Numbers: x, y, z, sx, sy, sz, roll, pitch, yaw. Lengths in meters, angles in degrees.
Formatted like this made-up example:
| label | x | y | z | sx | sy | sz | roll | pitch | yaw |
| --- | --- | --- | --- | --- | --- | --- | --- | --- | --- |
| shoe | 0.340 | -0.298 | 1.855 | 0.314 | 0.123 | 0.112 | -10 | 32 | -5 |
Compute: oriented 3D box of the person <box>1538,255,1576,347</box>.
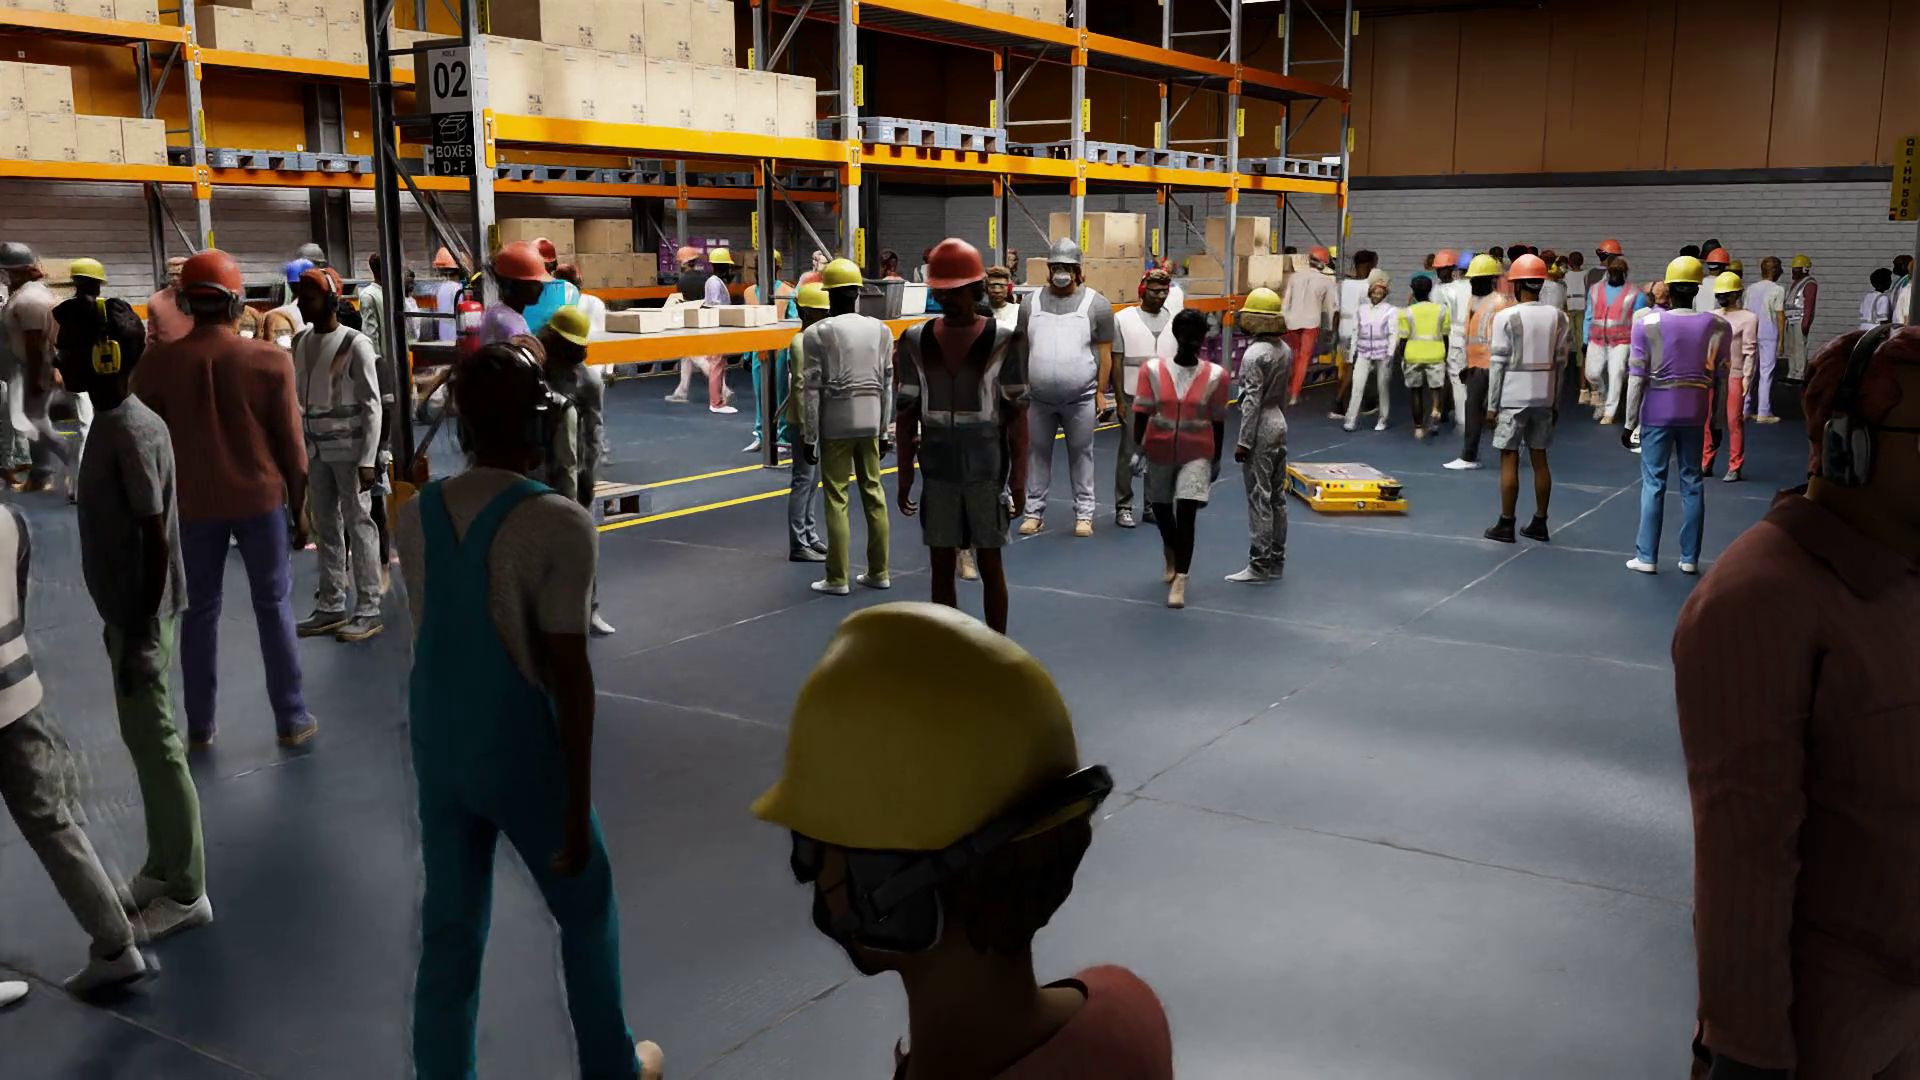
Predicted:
| label | x | y | z | sx | sy | sz | roll | pitch | yaw |
| --- | --- | --- | --- | --- | --- | --- | --- | --- | --- |
| person | 7.168 | -2.496 | 20.029 | 0.499 | 1.843 | 0.549 | -9 | 14 | -41 |

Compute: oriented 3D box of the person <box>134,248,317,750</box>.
| label | x | y | z | sx | sy | sz | roll | pitch | yaw |
| --- | --- | --- | --- | --- | --- | --- | --- | --- | --- |
| person | -2.904 | -0.151 | 6.620 | 0.616 | 1.992 | 0.397 | -2 | 11 | -13 |

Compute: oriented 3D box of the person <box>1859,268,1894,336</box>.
| label | x | y | z | sx | sy | sz | roll | pitch | yaw |
| --- | --- | --- | --- | --- | --- | --- | --- | --- | --- |
| person | 10.726 | -2.333 | 19.507 | 0.321 | 1.697 | 0.529 | 1 | 10 | 3 |

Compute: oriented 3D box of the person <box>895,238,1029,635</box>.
| label | x | y | z | sx | sy | sz | roll | pitch | yaw |
| --- | --- | --- | --- | --- | --- | --- | --- | --- | --- |
| person | -0.003 | -0.298 | 7.331 | 0.611 | 2.030 | 0.410 | 3 | 11 | 17 |

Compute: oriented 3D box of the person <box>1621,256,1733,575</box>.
| label | x | y | z | sx | sy | sz | roll | pitch | yaw |
| --- | --- | --- | --- | --- | --- | --- | --- | --- | --- |
| person | 4.318 | -0.744 | 10.069 | 0.595 | 1.925 | 0.374 | 1 | 10 | 5 |

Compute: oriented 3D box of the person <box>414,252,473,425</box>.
| label | x | y | z | sx | sy | sz | roll | pitch | yaw |
| --- | --- | --- | --- | --- | --- | --- | --- | --- | --- |
| person | -5.613 | -2.209 | 18.279 | 0.552 | 1.900 | 0.941 | 9 | 13 | 39 |

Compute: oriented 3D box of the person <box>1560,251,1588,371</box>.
| label | x | y | z | sx | sy | sz | roll | pitch | yaw |
| --- | --- | --- | --- | --- | --- | --- | --- | --- | --- |
| person | 9.499 | -3.534 | 25.741 | 0.566 | 1.849 | 0.390 | 0 | 10 | -3 |

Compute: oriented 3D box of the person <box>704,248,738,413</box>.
| label | x | y | z | sx | sy | sz | roll | pitch | yaw |
| --- | --- | --- | --- | --- | --- | --- | --- | --- | --- |
| person | -2.811 | -2.449 | 19.512 | 0.366 | 1.926 | 0.593 | -2 | 10 | -11 |

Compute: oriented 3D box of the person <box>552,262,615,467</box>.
| label | x | y | z | sx | sy | sz | roll | pitch | yaw |
| --- | --- | --- | --- | --- | --- | --- | --- | --- | --- |
| person | -3.337 | -1.511 | 14.598 | 0.585 | 1.830 | 0.971 | 4 | 11 | 19 |

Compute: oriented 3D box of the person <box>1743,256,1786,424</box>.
| label | x | y | z | sx | sy | sz | roll | pitch | yaw |
| --- | --- | --- | --- | --- | --- | --- | --- | --- | --- |
| person | 8.906 | -2.213 | 18.441 | 0.325 | 1.842 | 0.517 | -5 | 11 | -25 |

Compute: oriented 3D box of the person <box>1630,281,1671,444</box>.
| label | x | y | z | sx | sy | sz | roll | pitch | yaw |
| --- | --- | --- | --- | --- | --- | --- | --- | --- | --- |
| person | 6.909 | -1.757 | 16.525 | 0.506 | 1.625 | 0.297 | 1 | 10 | 5 |

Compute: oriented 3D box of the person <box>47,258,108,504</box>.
| label | x | y | z | sx | sy | sz | roll | pitch | yaw |
| --- | --- | --- | --- | --- | --- | --- | --- | --- | --- |
| person | -6.789 | -1.232 | 12.896 | 0.585 | 1.890 | 0.516 | 4 | 11 | 20 |

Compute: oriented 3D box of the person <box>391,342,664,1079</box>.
| label | x | y | z | sx | sy | sz | roll | pitch | yaw |
| --- | --- | --- | --- | --- | --- | --- | --- | --- | --- |
| person | -0.935 | 0.486 | 3.583 | 0.511 | 1.800 | 0.845 | 3 | 11 | 17 |

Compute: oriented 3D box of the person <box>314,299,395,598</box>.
| label | x | y | z | sx | sy | sz | roll | pitch | yaw |
| --- | --- | --- | --- | --- | --- | --- | --- | --- | --- |
| person | -3.450 | -0.508 | 9.398 | 0.535 | 1.697 | 0.318 | 2 | 10 | 9 |

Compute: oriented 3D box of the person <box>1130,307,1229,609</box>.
| label | x | y | z | sx | sy | sz | roll | pitch | yaw |
| --- | --- | --- | --- | --- | --- | --- | --- | --- | --- |
| person | 1.253 | -0.500 | 9.445 | 0.527 | 1.664 | 0.835 | 3 | 11 | 15 |

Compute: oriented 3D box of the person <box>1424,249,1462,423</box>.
| label | x | y | z | sx | sy | sz | roll | pitch | yaw |
| --- | --- | --- | --- | --- | --- | --- | --- | --- | --- |
| person | 5.407 | -2.251 | 18.445 | 0.532 | 1.923 | 0.543 | -7 | 12 | -34 |

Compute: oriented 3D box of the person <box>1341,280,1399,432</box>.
| label | x | y | z | sx | sy | sz | roll | pitch | yaw |
| --- | --- | --- | --- | --- | --- | --- | --- | --- | --- |
| person | 4.327 | -1.914 | 17.469 | 0.524 | 1.592 | 0.826 | 6 | 12 | 31 |

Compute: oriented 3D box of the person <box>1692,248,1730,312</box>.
| label | x | y | z | sx | sy | sz | roll | pitch | yaw |
| --- | --- | --- | --- | --- | --- | --- | --- | --- | --- |
| person | 8.586 | -2.357 | 19.005 | 0.381 | 1.928 | 0.546 | -7 | 12 | -33 |

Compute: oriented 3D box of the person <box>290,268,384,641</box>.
| label | x | y | z | sx | sy | sz | roll | pitch | yaw |
| --- | --- | --- | --- | --- | --- | --- | --- | --- | --- |
| person | -3.174 | -0.428 | 8.443 | 0.575 | 1.882 | 0.360 | 6 | 12 | 30 |

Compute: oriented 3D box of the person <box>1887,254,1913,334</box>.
| label | x | y | z | sx | sy | sz | roll | pitch | yaw |
| --- | --- | --- | --- | --- | --- | --- | --- | --- | --- |
| person | 12.618 | -2.903 | 22.309 | 0.429 | 1.833 | 0.637 | 3 | 11 | 18 |

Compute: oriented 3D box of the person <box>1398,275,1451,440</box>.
| label | x | y | z | sx | sy | sz | roll | pitch | yaw |
| --- | --- | --- | --- | --- | --- | --- | --- | --- | --- |
| person | 4.658 | -1.815 | 16.669 | 0.543 | 1.677 | 0.516 | 2 | 10 | 9 |

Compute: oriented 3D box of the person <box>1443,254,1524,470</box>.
| label | x | y | z | sx | sy | sz | roll | pitch | yaw |
| --- | --- | --- | --- | --- | --- | --- | --- | --- | --- |
| person | 4.680 | -1.562 | 14.660 | 0.722 | 1.903 | 0.585 | -1 | 10 | -4 |

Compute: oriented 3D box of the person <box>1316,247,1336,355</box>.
| label | x | y | z | sx | sy | sz | roll | pitch | yaw |
| --- | --- | --- | --- | --- | --- | --- | --- | --- | --- |
| person | 5.793 | -3.647 | 26.181 | 0.381 | 1.918 | 0.585 | 1 | 10 | 4 |

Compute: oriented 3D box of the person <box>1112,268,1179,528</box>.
| label | x | y | z | sx | sy | sz | roll | pitch | yaw |
| --- | --- | --- | --- | --- | --- | --- | --- | --- | --- |
| person | 1.315 | -0.991 | 11.730 | 0.561 | 1.828 | 0.419 | -4 | 11 | -20 |

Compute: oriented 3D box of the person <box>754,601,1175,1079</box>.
| label | x | y | z | sx | sy | sz | roll | pitch | yaw |
| --- | --- | --- | --- | --- | --- | --- | --- | --- | --- |
| person | -0.004 | 0.918 | 1.335 | 0.342 | 1.759 | 0.529 | 7 | 12 | 32 |

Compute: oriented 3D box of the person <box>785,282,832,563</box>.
| label | x | y | z | sx | sy | sz | roll | pitch | yaw |
| --- | --- | --- | --- | --- | --- | --- | --- | --- | --- |
| person | -0.926 | -0.739 | 10.514 | 0.336 | 1.760 | 0.525 | 1 | 10 | 7 |

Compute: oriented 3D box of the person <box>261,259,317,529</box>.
| label | x | y | z | sx | sy | sz | roll | pitch | yaw |
| --- | --- | --- | --- | --- | --- | --- | --- | --- | --- |
| person | -4.669 | -1.047 | 11.873 | 0.621 | 1.893 | 1.027 | -2 | 10 | -9 |

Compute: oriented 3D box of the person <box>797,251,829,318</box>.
| label | x | y | z | sx | sy | sz | roll | pitch | yaw |
| --- | --- | --- | --- | --- | --- | --- | --- | --- | --- |
| person | -1.577 | -2.344 | 18.996 | 0.401 | 1.904 | 0.651 | 6 | 12 | 31 |

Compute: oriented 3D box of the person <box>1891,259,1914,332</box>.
| label | x | y | z | sx | sy | sz | roll | pitch | yaw |
| --- | --- | --- | --- | --- | --- | --- | --- | --- | --- |
| person | 9.754 | -1.972 | 17.115 | 0.344 | 1.841 | 0.506 | 5 | 11 | 26 |

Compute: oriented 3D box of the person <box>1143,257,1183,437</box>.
| label | x | y | z | sx | sy | sz | roll | pitch | yaw |
| --- | --- | --- | --- | --- | --- | --- | --- | --- | --- |
| person | 2.106 | -1.968 | 17.070 | 0.376 | 1.844 | 0.572 | 6 | 12 | 30 |

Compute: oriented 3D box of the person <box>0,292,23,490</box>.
| label | x | y | z | sx | sy | sz | roll | pitch | yaw |
| --- | --- | --- | --- | --- | --- | --- | --- | --- | --- |
| person | -7.890 | -1.322 | 13.348 | 0.474 | 1.901 | 0.671 | 9 | 13 | 40 |
